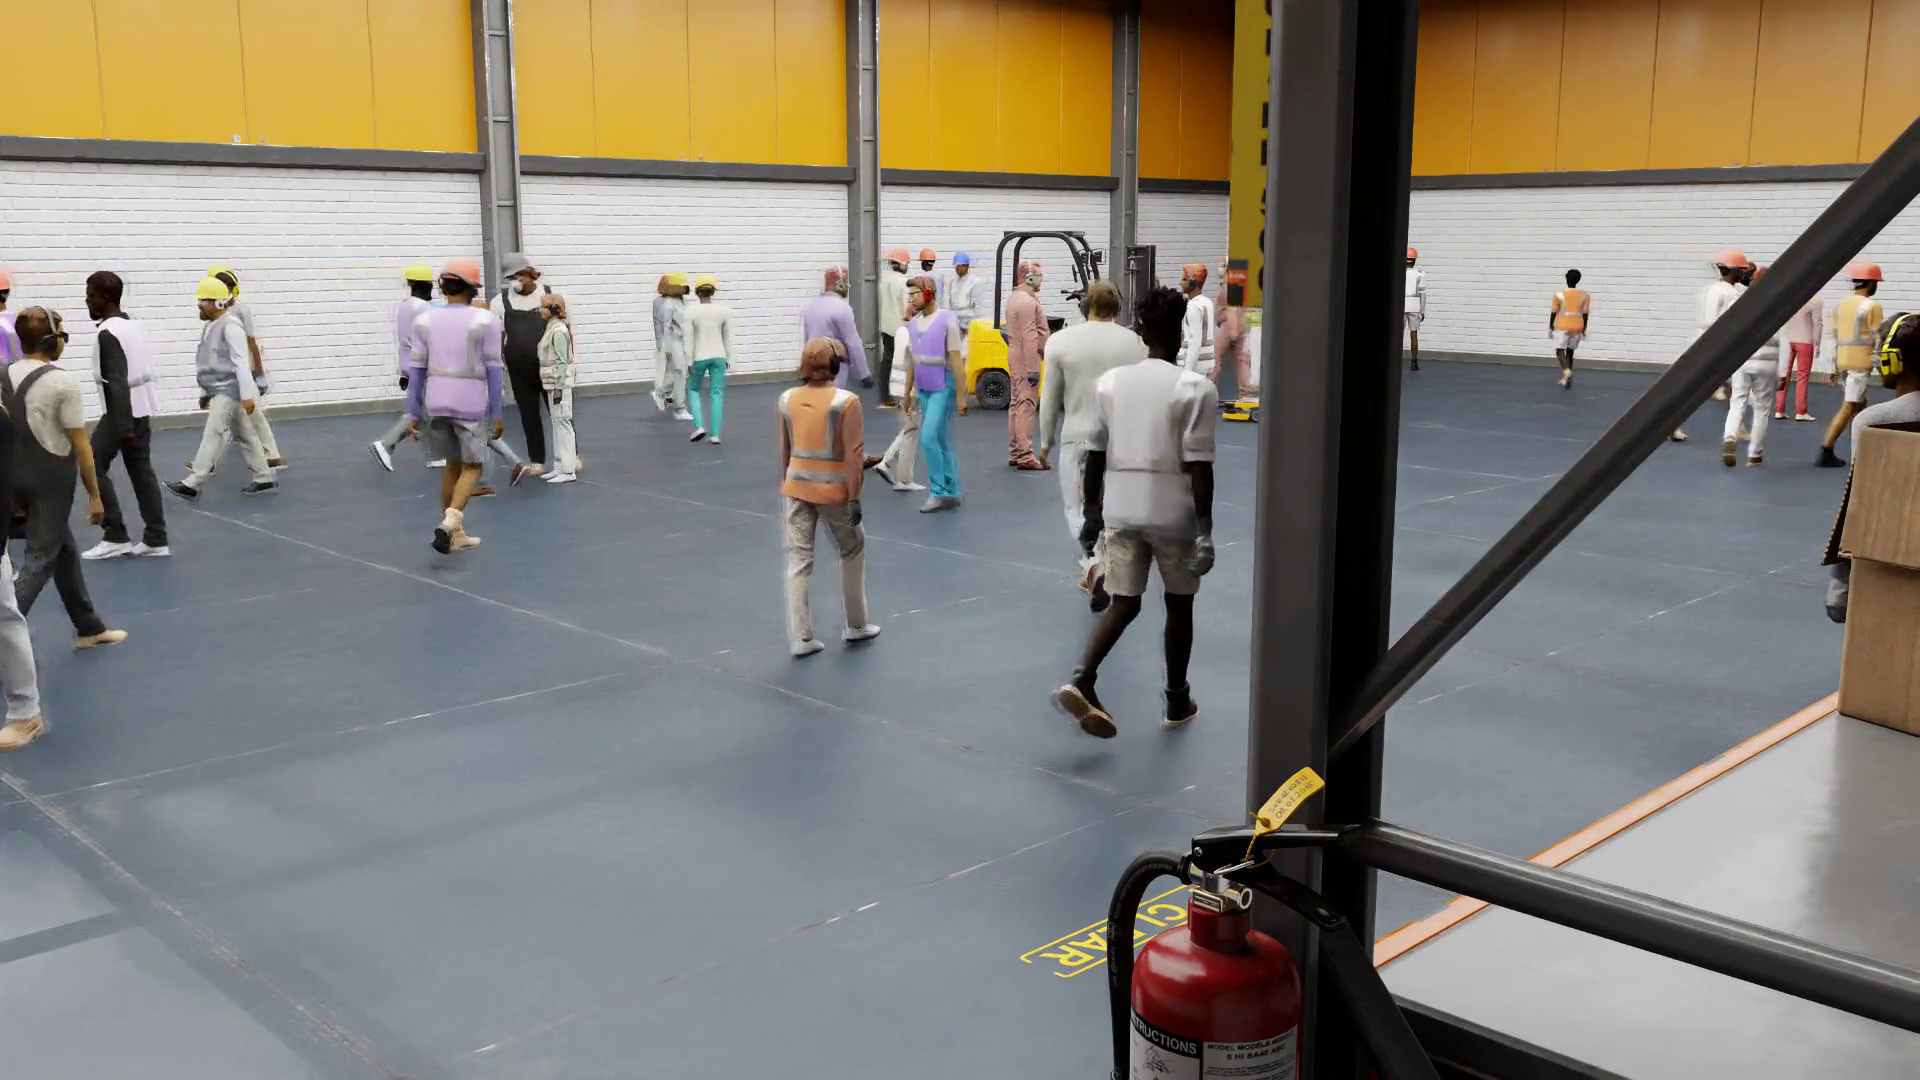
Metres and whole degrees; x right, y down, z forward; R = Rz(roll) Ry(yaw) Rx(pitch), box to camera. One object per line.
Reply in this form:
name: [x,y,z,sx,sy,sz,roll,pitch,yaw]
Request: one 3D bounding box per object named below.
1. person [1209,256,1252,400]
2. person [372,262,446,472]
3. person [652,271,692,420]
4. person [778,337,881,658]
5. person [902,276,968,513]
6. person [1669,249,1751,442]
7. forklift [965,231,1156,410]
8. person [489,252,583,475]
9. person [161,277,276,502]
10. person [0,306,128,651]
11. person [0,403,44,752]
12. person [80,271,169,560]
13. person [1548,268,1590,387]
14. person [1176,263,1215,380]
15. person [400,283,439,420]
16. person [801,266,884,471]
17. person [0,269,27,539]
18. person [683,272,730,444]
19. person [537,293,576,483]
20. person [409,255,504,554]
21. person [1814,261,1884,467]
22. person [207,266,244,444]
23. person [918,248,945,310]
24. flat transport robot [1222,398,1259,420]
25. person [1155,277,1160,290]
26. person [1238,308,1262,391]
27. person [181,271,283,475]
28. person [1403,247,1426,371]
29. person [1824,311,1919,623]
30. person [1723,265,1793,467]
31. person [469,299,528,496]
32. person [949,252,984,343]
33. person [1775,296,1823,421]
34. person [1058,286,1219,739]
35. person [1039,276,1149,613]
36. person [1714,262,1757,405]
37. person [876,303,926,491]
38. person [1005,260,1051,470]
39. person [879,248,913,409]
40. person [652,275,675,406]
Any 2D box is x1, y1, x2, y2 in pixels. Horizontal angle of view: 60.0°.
person: [3.301,-2.645,21.047,0.908,1.870,0.652,4,11,21]
person: [-4.946,-1.559,15.036,0.790,1.899,0.591,-7,13,-34]
person: [-3.333,-2.255,19.292,0.538,1.724,0.490,3,11,17]
person: [-0.662,-0.231,8.540,0.541,1.610,0.699,5,12,27]
person: [-0.244,-1.120,12.856,0.642,1.813,0.602,-8,13,-36]
person: [7.757,-1.984,17.115,1.034,2.000,0.616,0,10,-3]
forklift: [1.222,-2.721,20.561,2.313,2.155,1.214,2,11,13]
person: [-3.783,-1.567,14.688,0.721,2.000,0.557,-2,11,-8]
person: [-6.011,-1.205,13.389,0.928,1.785,0.621,-8,13,-37]
person: [-4.554,-0.243,8.176,0.519,1.805,0.982,3,11,17]
person: [-4.043,0.044,6.576,0.645,1.789,0.971,1,10,6]
person: [-5.607,-0.814,10.962,0.669,1.891,0.609,-2,11,-10]
person: [8.547,-2.963,23.299,0.534,1.669,0.739,0,10,2]
person: [2.081,-1.510,14.807,0.354,1.883,0.573,3,11,18]
person: [-6.178,-2.220,19.249,0.568,1.692,0.451,9,14,40]
person: [-1.051,-1.461,14.607,0.961,1.853,0.639,-6,12,-28]
person: [-6.665,-0.950,11.627,0.423,1.927,0.563,-2,11,-13]
person: [-2.597,-1.855,17.060,0.531,1.753,0.462,-5,11,-24]
person: [-3.487,-1.312,14.402,0.309,1.639,0.514,-4,11,-22]
person: [-3.343,-0.864,10.960,0.622,2.008,0.759,2,11,10]
person: [8.316,-1.615,15.358,0.861,1.900,0.550,-1,10,-6]
person: [-7.523,-1.903,17.116,0.403,1.822,0.589,-6,12,-29]
person: [-0.463,-3.265,24.230,0.358,1.938,0.542,8,13,37]
flat transport robot: [3.786,-1.503,19.171,1.431,0.197,0.652,3,11,17]
person: [2.491,-2.744,22.261,0.392,1.608,0.545,7,13,35]
person: [4.099,-2.947,22.790,0.532,1.830,0.645,-3,11,-16]
person: [-6.530,-1.476,14.804,0.979,1.807,0.588,-9,14,-41]
person: [7.083,-3.645,26.299,0.545,1.938,0.355,3,11,17]
person: [3.376,0.115,6.013,0.515,1.862,0.328,-2,11,-12]
person: [7.235,-1.563,15.161,0.583,1.865,0.778,7,13,34]
person: [-3.855,-1.152,13.584,0.426,1.619,0.496,2,11,8]
person: [0.021,-2.930,22.494,0.625,1.894,0.979,9,13,39]
person: [9.683,-2.253,19.187,0.328,1.765,0.527,-6,12,-30]
person: [0.764,-0.100,7.007,0.649,1.930,0.826,7,12,32]
person: [0.798,-0.546,9.500,0.635,1.911,0.892,-2,11,-10]
person: [9.952,-2.646,21.226,0.631,1.806,0.917,-4,11,-22]
person: [-0.406,-1.198,13.800,0.399,1.618,0.547,-5,12,-26]
person: [0.628,-1.597,15.214,0.407,1.911,0.639,-2,11,-10]
person: [-0.661,-2.606,20.565,0.862,1.961,0.649,-9,14,-40]
person: [-3.664,-2.501,20.892,0.286,1.633,0.501,5,12,27]
